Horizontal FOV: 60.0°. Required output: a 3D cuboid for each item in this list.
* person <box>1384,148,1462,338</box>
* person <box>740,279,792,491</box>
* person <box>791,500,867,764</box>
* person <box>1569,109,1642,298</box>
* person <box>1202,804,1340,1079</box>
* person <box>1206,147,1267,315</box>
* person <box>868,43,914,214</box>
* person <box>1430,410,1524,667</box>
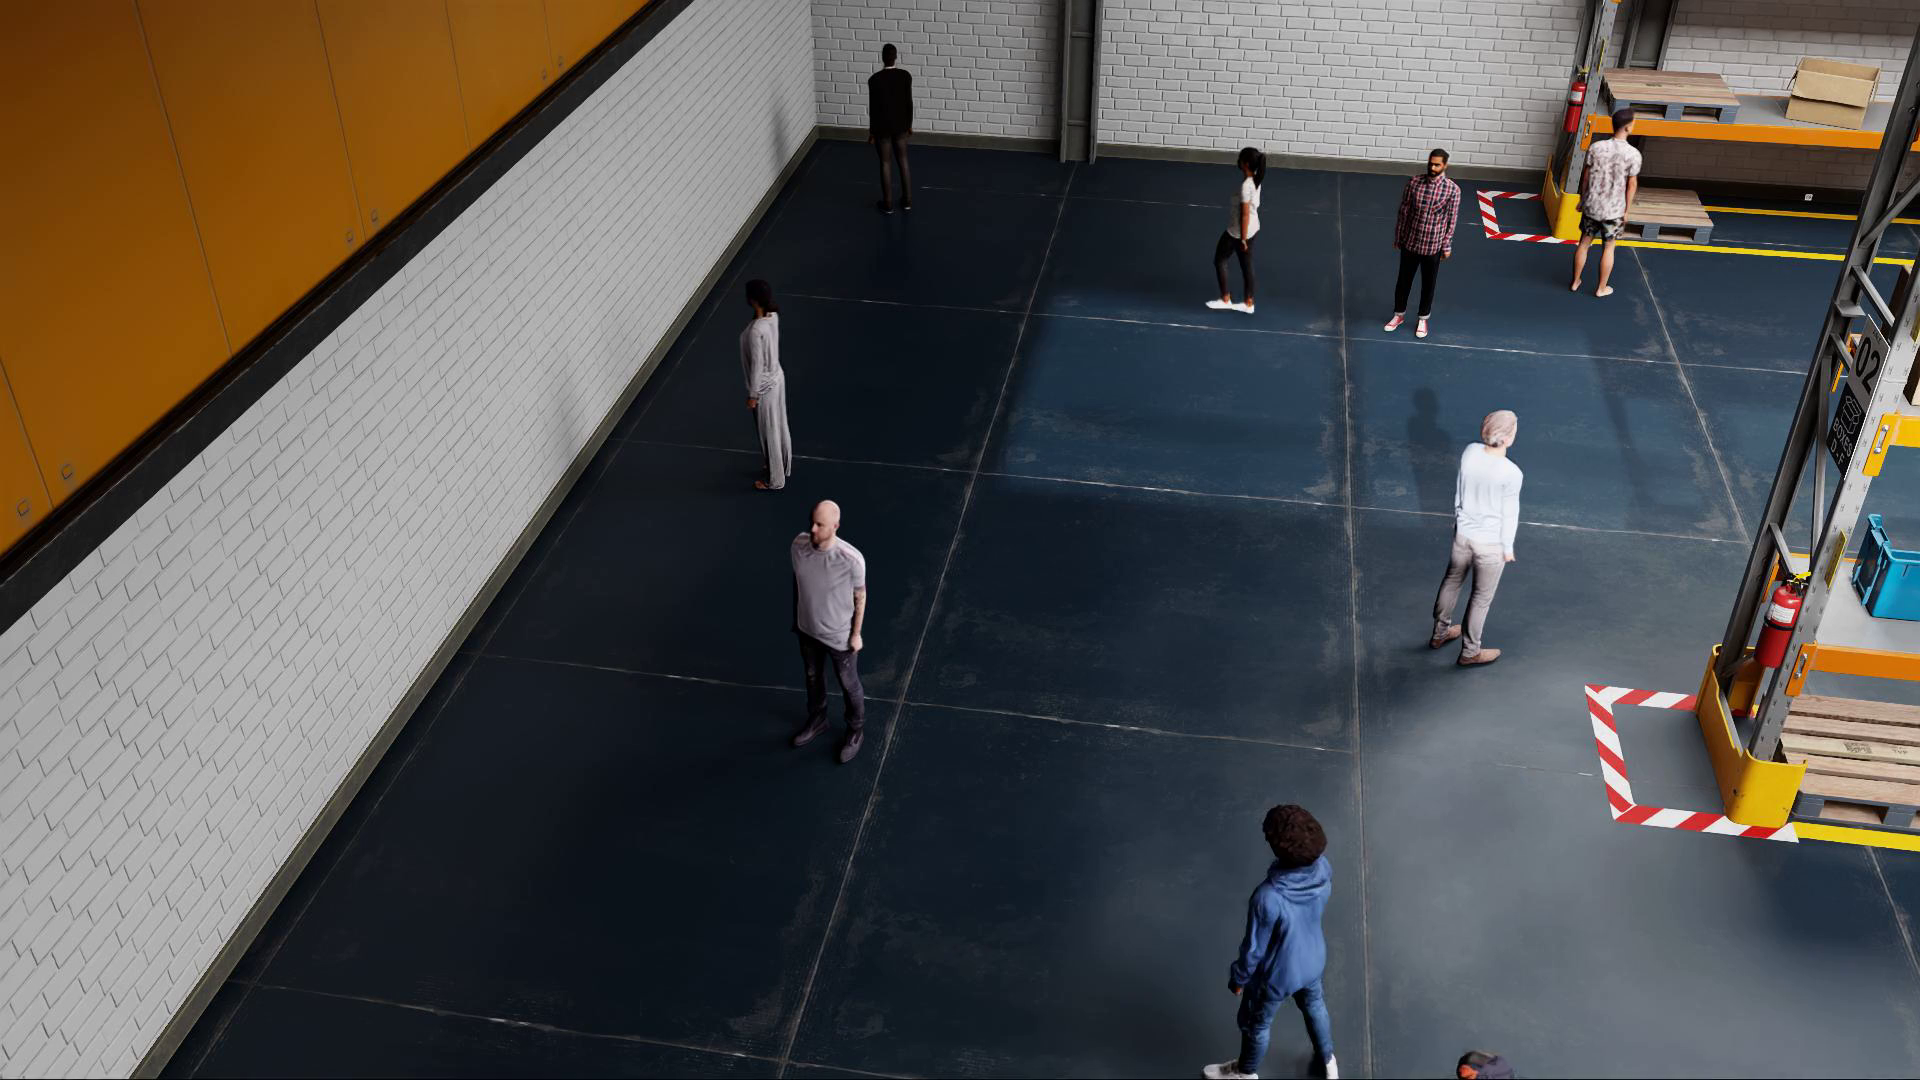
[{"bbox_3d":[4.264,-2.751,15.297,0.645,1.761,0.817,15,37,22],"label":"person"},{"bbox_3d":[-1.506,-1.214,12.974,0.548,1.773,0.611,9,35,13],"label":"person"},{"bbox_3d":[-0.805,0.536,10.287,0.648,1.832,0.795,18,37,24],"label":"person"},{"bbox_3d":[6.194,-3.230,15.968,0.684,1.815,0.811,23,40,31],"label":"person"},{"bbox_3d":[1.559,2.028,8.071,1.015,1.801,0.940,26,42,34],"label":"person"},{"bbox_3d":[2.733,-2.878,15.606,0.763,1.630,0.690,19,38,26],"label":"person"},{"bbox_3d":[-0.730,-4.386,17.722,0.691,1.799,0.799,-15,36,-21],"label":"person"},{"bbox_3d":[3.459,-0.022,11.070,0.792,1.894,0.746,-18,38,-25],"label":"person"}]
